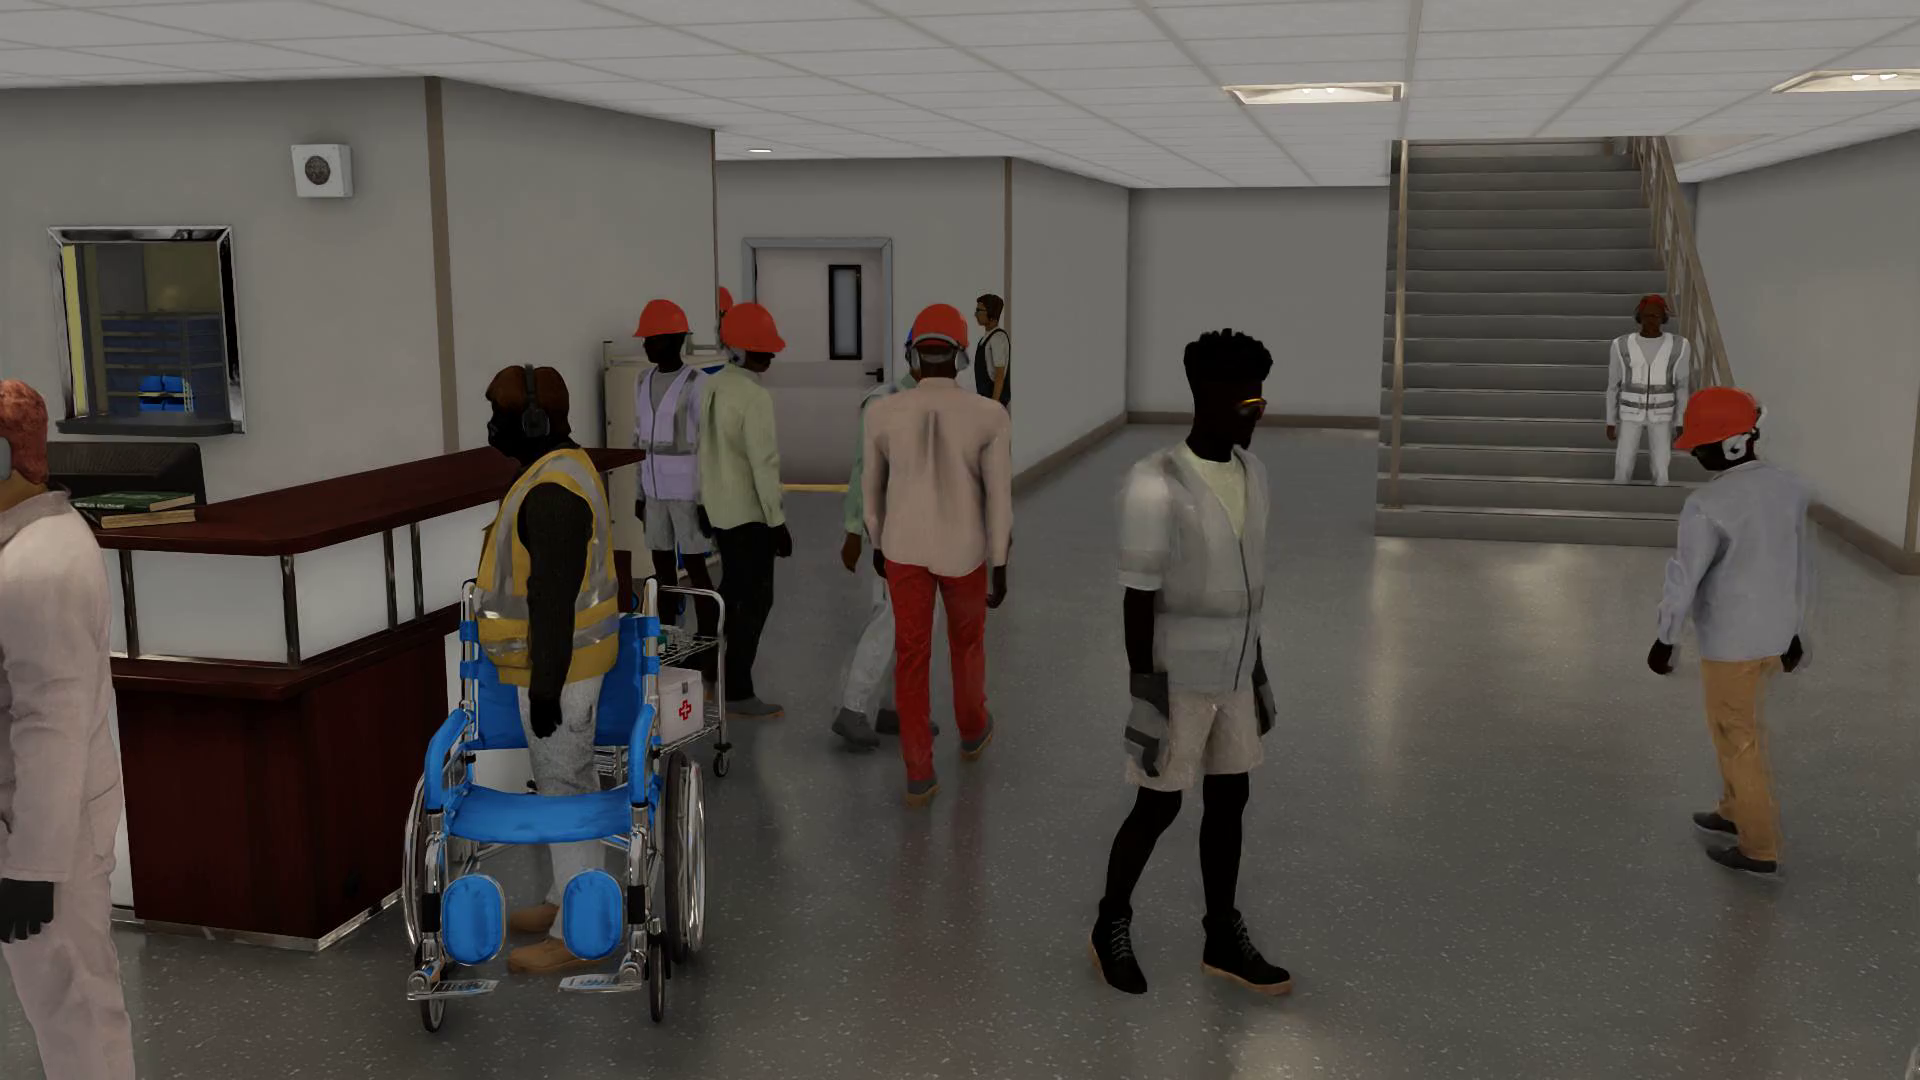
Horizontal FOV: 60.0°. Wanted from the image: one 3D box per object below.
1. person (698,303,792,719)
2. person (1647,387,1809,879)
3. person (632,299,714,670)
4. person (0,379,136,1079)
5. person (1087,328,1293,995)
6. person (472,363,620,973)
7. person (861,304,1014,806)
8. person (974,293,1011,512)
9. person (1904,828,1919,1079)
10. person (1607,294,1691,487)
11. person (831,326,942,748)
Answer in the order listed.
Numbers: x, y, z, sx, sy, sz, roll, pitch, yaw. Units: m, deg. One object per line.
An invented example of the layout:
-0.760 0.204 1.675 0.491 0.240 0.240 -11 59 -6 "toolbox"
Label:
-1.060 -0.122 7.770 0.402 1.957 0.764 -6 11 -30 "person"
2.665 0.315 5.847 0.587 1.706 0.611 -6 11 -32 "person"
-1.482 -0.258 8.536 0.548 1.937 0.379 7 12 35 "person"
-2.005 0.601 3.562 0.405 1.910 0.636 -5 11 -28 "person"
0.694 0.364 4.839 0.649 1.967 0.471 -9 13 -41 "person"
-1.253 0.382 5.077 0.430 1.838 0.626 -2 10 -13 "person"
-0.078 0.026 6.774 0.626 1.954 0.911 1 10 6 "person"
0.254 -1.166 14.143 0.345 1.846 0.508 -2 10 -10 "person"
2.053 0.706 3.168 0.404 1.833 0.592 1 10 6 "person"
5.225 -0.927 12.667 0.575 1.875 0.354 4 10 21 "person"
-0.236 -0.037 7.383 0.378 1.885 0.711 7 12 37 "person"
